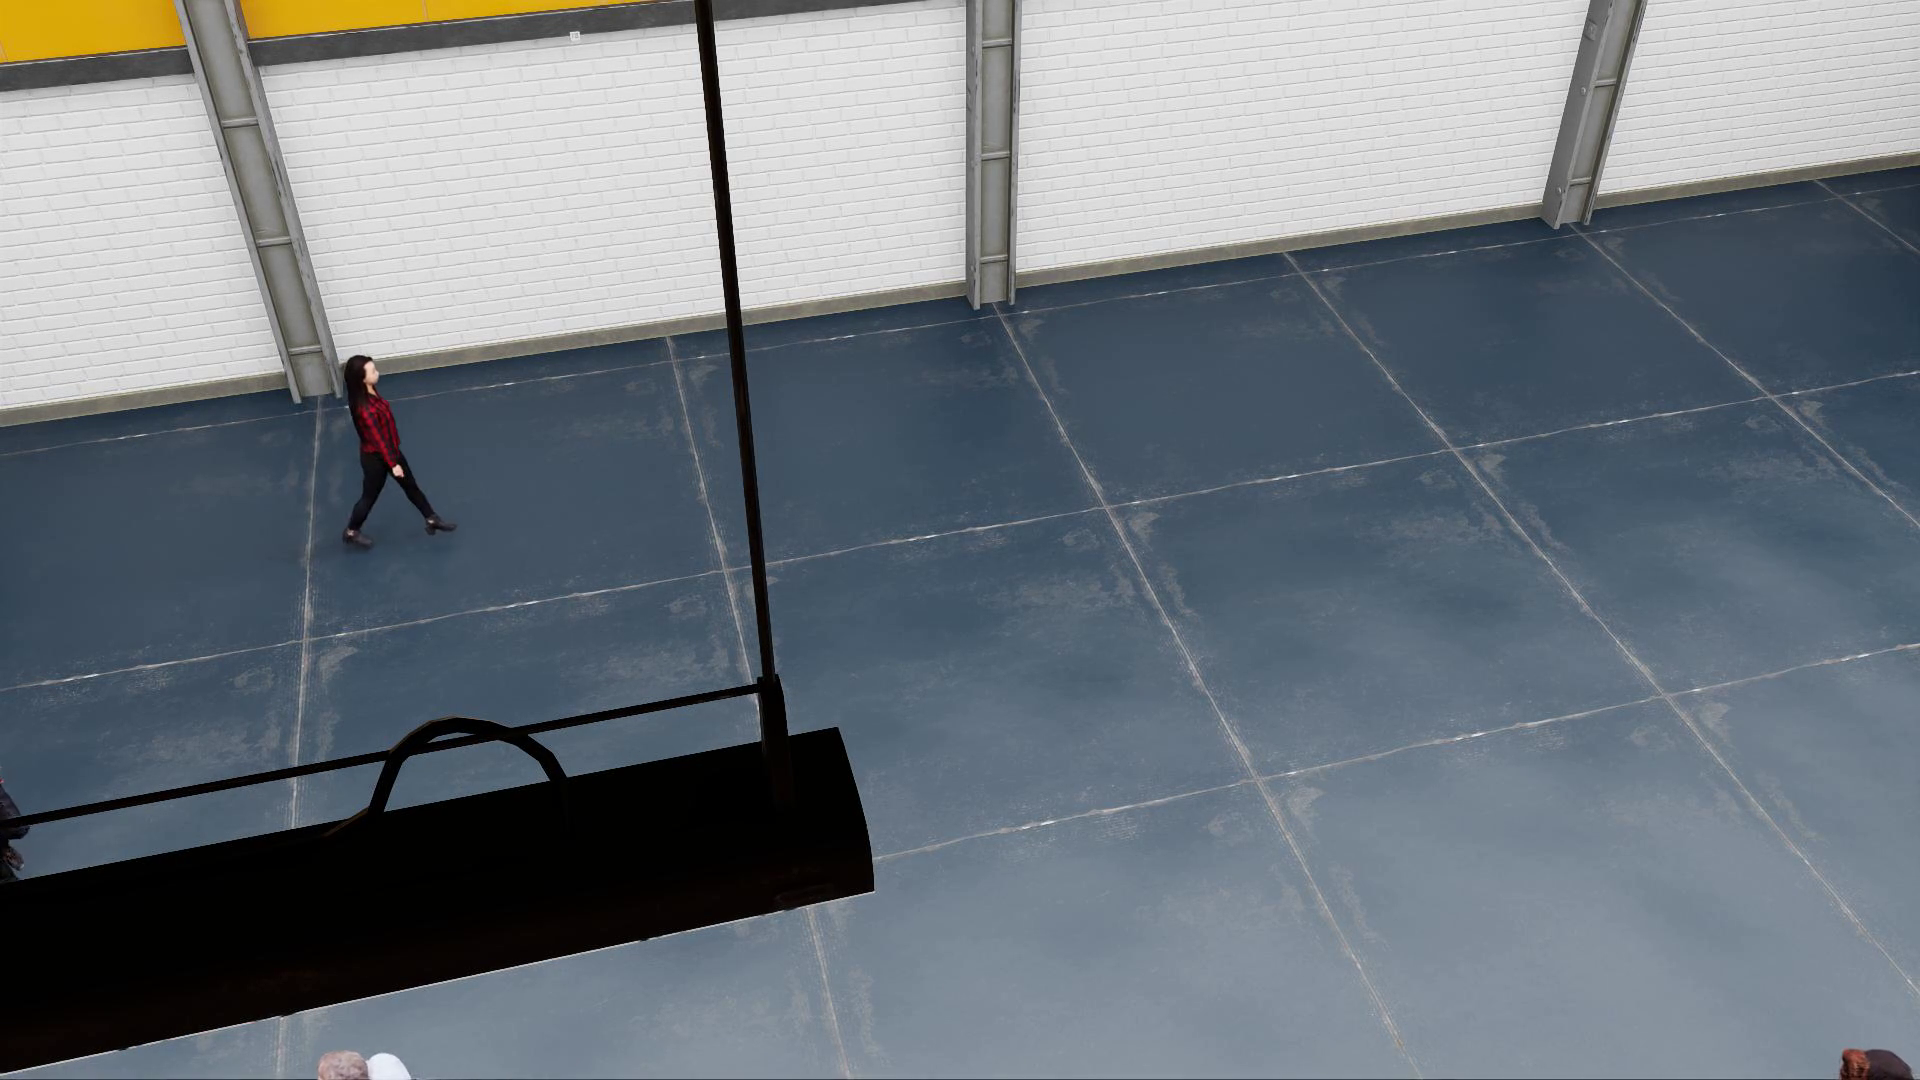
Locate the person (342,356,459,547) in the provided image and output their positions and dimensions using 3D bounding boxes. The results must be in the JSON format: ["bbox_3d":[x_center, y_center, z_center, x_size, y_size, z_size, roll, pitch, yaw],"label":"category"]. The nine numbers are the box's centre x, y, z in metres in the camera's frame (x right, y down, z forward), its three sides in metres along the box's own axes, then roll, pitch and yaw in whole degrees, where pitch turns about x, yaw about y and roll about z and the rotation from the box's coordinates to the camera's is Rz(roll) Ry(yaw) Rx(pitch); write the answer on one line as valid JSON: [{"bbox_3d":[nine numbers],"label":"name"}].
[{"bbox_3d":[-4.325,-0.581,12.124,1.044,1.612,0.580,-10,40,-12],"label":"person"}]

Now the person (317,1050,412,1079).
[{"bbox_3d":[-2.502,2.873,7.643,0.741,1.807,0.753,-1,39,-2],"label":"person"}]
